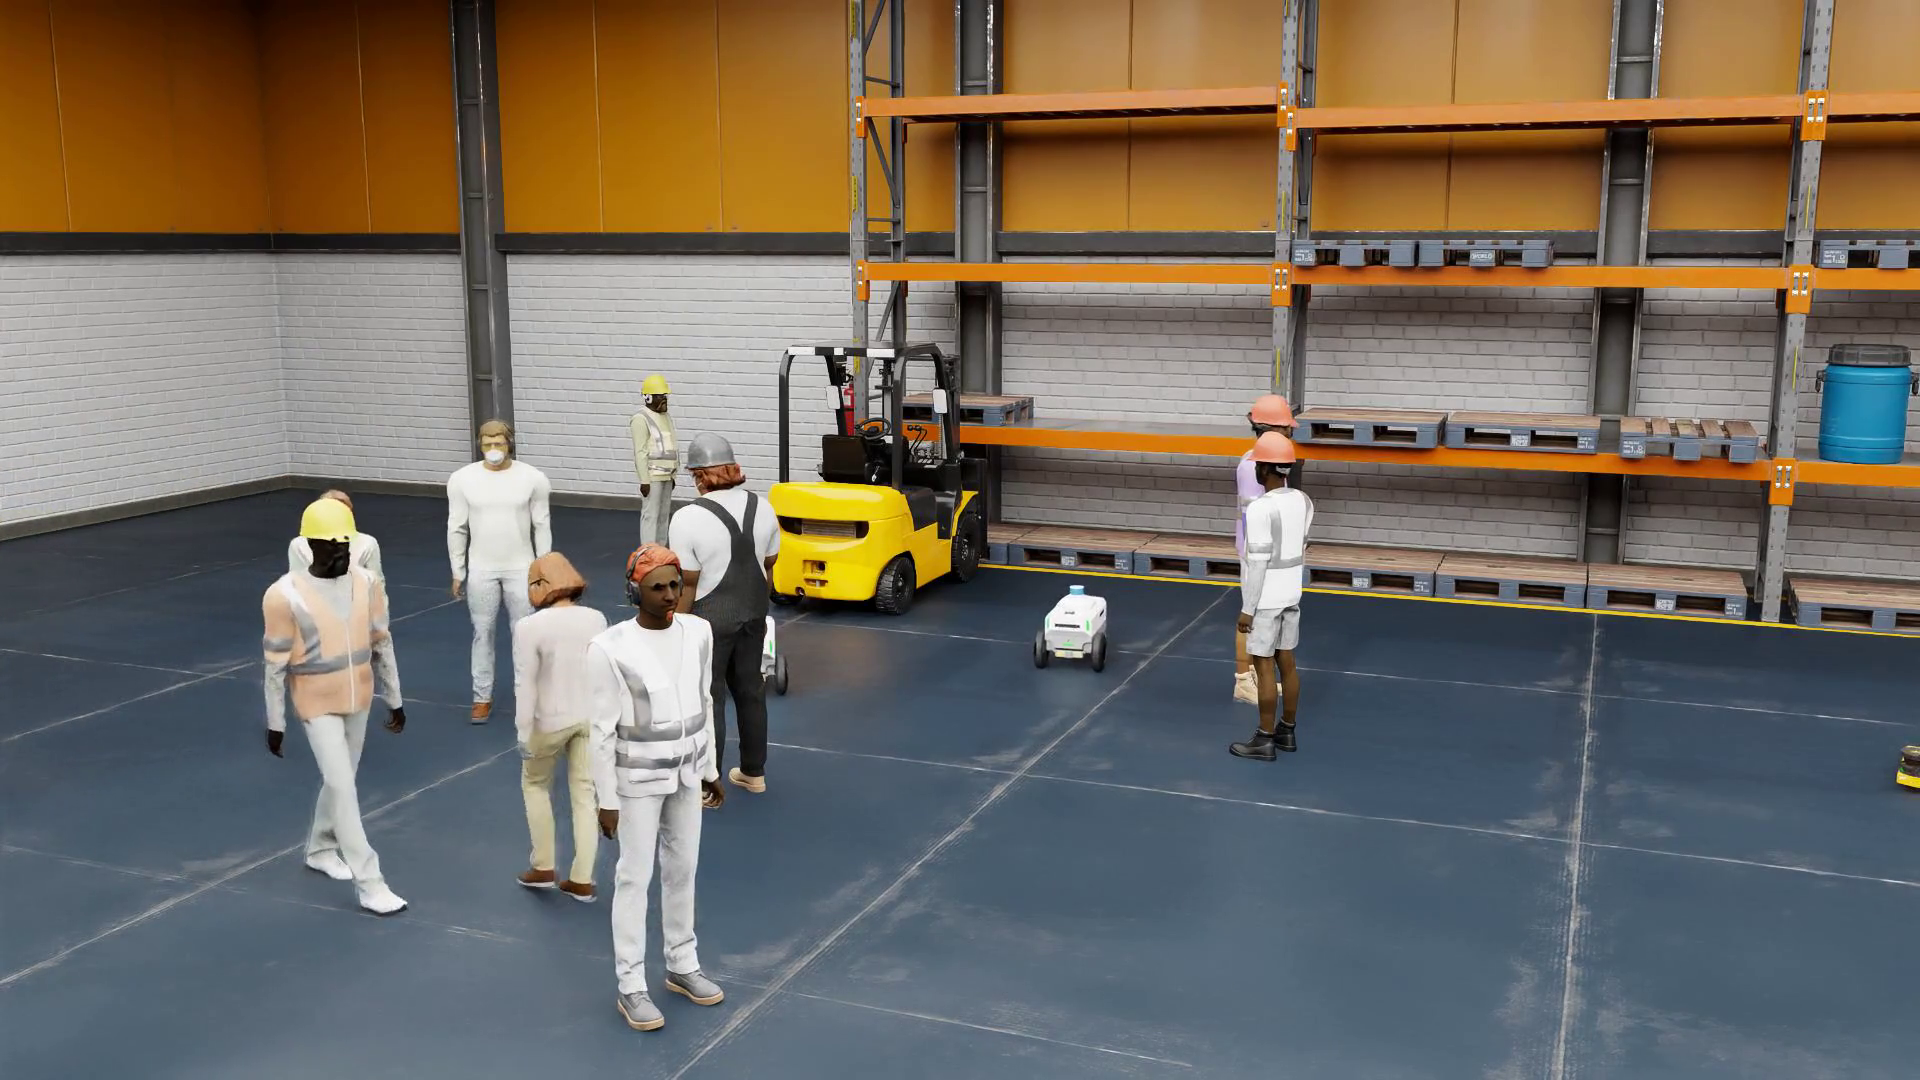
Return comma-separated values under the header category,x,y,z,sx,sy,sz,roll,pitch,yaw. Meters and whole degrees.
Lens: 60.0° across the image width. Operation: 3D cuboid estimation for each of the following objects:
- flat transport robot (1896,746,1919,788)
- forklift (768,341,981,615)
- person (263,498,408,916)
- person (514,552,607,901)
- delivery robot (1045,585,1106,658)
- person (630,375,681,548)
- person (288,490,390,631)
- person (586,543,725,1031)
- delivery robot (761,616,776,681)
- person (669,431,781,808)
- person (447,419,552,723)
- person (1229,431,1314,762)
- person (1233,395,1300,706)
category,x,y,z,sx,sy,sz,roll,pitch,yaw
flat transport robot,5.964,1.287,9.081,1.431,0.197,0.652,7,12,33
forklift,-0.739,-0.602,14.246,1.214,2.155,2.313,4,11,21
person,-2.840,0.739,7.659,0.908,1.880,0.605,7,12,33
person,-1.871,0.854,7.738,0.521,1.607,0.552,-9,14,-42
delivery robot,0.840,0.572,12.010,0.477,0.478,0.707,3,11,14
person,-2.769,-0.600,15.243,0.404,1.831,0.600,3,11,15
person,-3.558,0.524,9.560,0.550,1.609,0.657,-5,11,-26
person,-1.171,0.946,6.496,0.344,1.879,0.584,9,14,42
delivery robot,-1.432,0.690,11.354,0.477,0.478,0.707,-1,10,-6
person,-1.335,0.414,9.014,0.538,2.000,0.682,9,14,42
person,-2.903,0.195,10.521,0.635,1.936,0.355,-2,10,-13
person,1.816,0.331,9.766,0.357,1.938,0.542,10,14,43
person,2.018,0.066,10.953,0.384,2.039,0.616,4,11,23
